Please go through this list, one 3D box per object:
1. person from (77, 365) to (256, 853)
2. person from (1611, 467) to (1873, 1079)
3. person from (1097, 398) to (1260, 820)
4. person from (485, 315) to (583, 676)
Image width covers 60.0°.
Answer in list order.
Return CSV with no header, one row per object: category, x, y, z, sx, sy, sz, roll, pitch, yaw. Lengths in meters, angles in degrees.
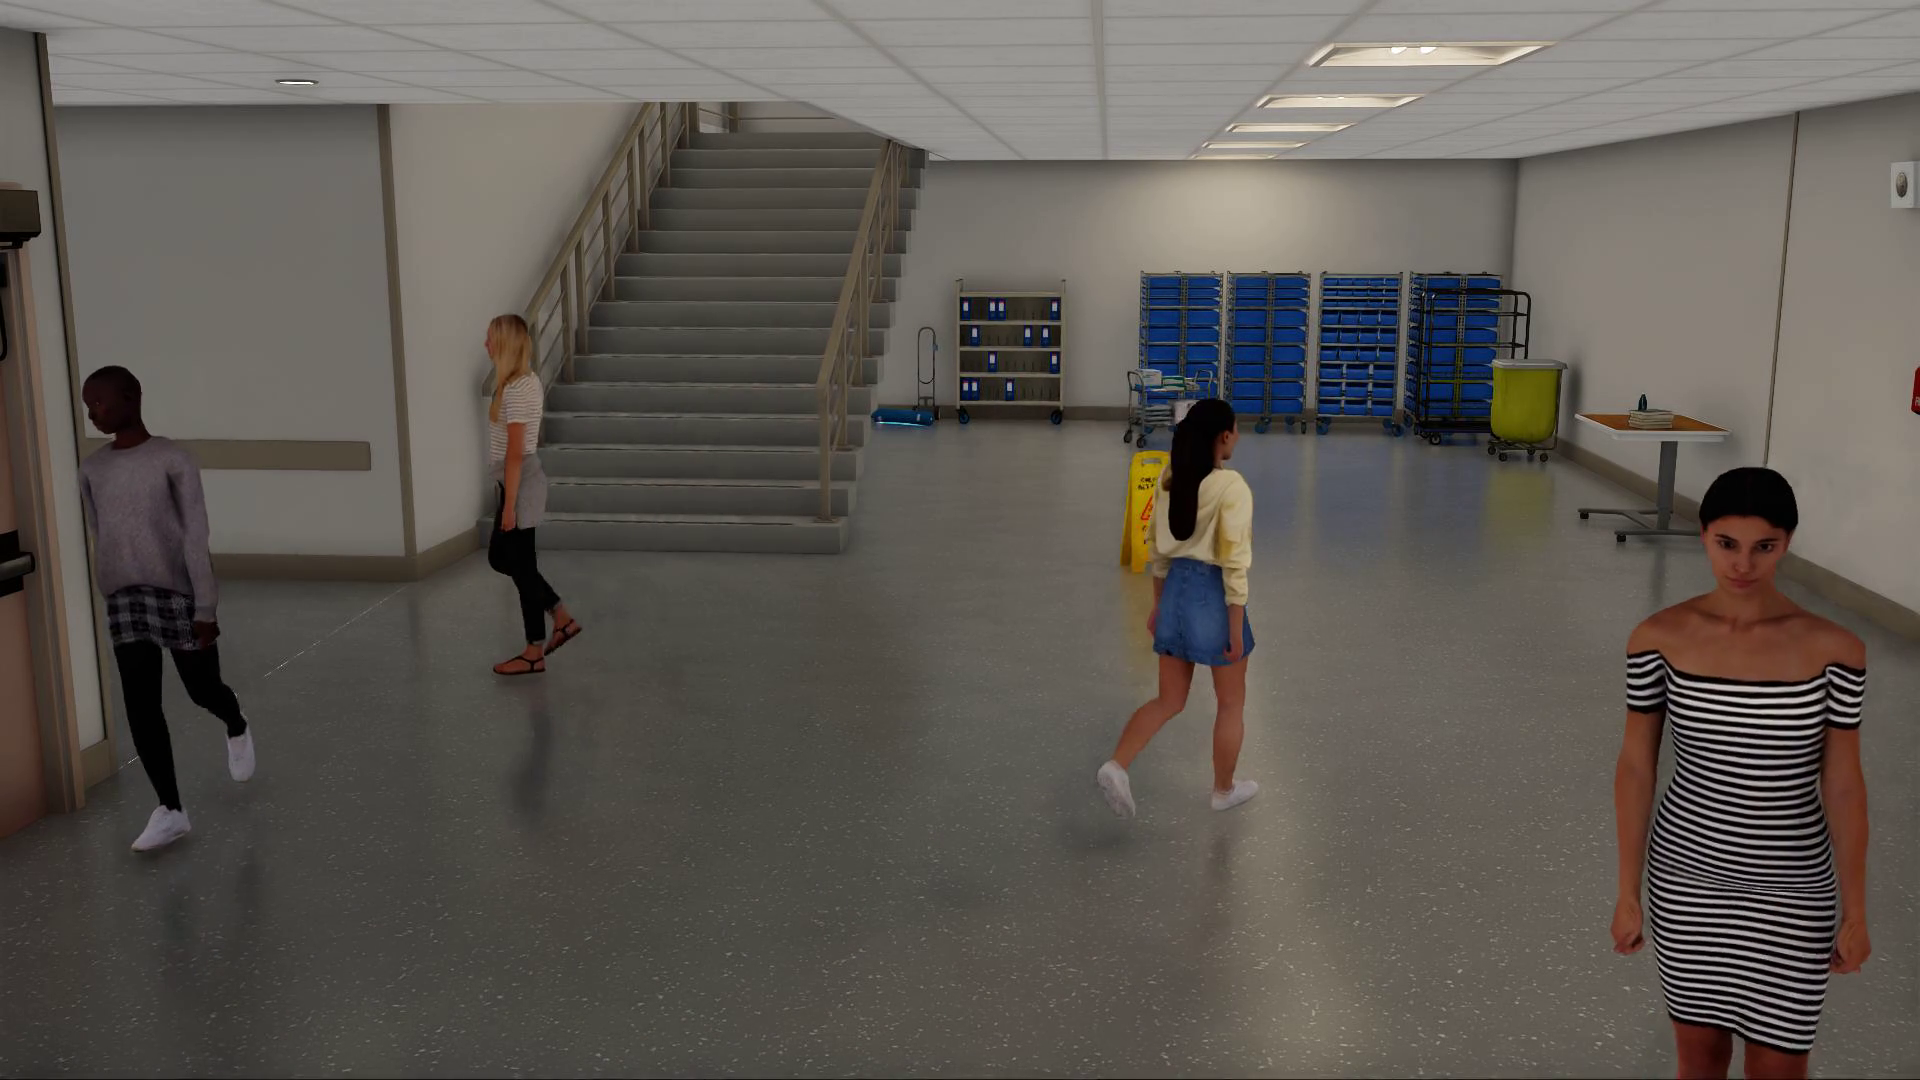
person,-2.935,0.230,6.218,0.711,1.744,1.074,-1,11,-3
person,1.625,0.726,3.444,0.798,1.804,0.863,6,12,27
person,0.840,0.296,6.238,1.123,1.607,1.052,-9,14,-41
person,-2.115,-0.217,8.379,0.781,1.818,0.709,-2,11,-10
